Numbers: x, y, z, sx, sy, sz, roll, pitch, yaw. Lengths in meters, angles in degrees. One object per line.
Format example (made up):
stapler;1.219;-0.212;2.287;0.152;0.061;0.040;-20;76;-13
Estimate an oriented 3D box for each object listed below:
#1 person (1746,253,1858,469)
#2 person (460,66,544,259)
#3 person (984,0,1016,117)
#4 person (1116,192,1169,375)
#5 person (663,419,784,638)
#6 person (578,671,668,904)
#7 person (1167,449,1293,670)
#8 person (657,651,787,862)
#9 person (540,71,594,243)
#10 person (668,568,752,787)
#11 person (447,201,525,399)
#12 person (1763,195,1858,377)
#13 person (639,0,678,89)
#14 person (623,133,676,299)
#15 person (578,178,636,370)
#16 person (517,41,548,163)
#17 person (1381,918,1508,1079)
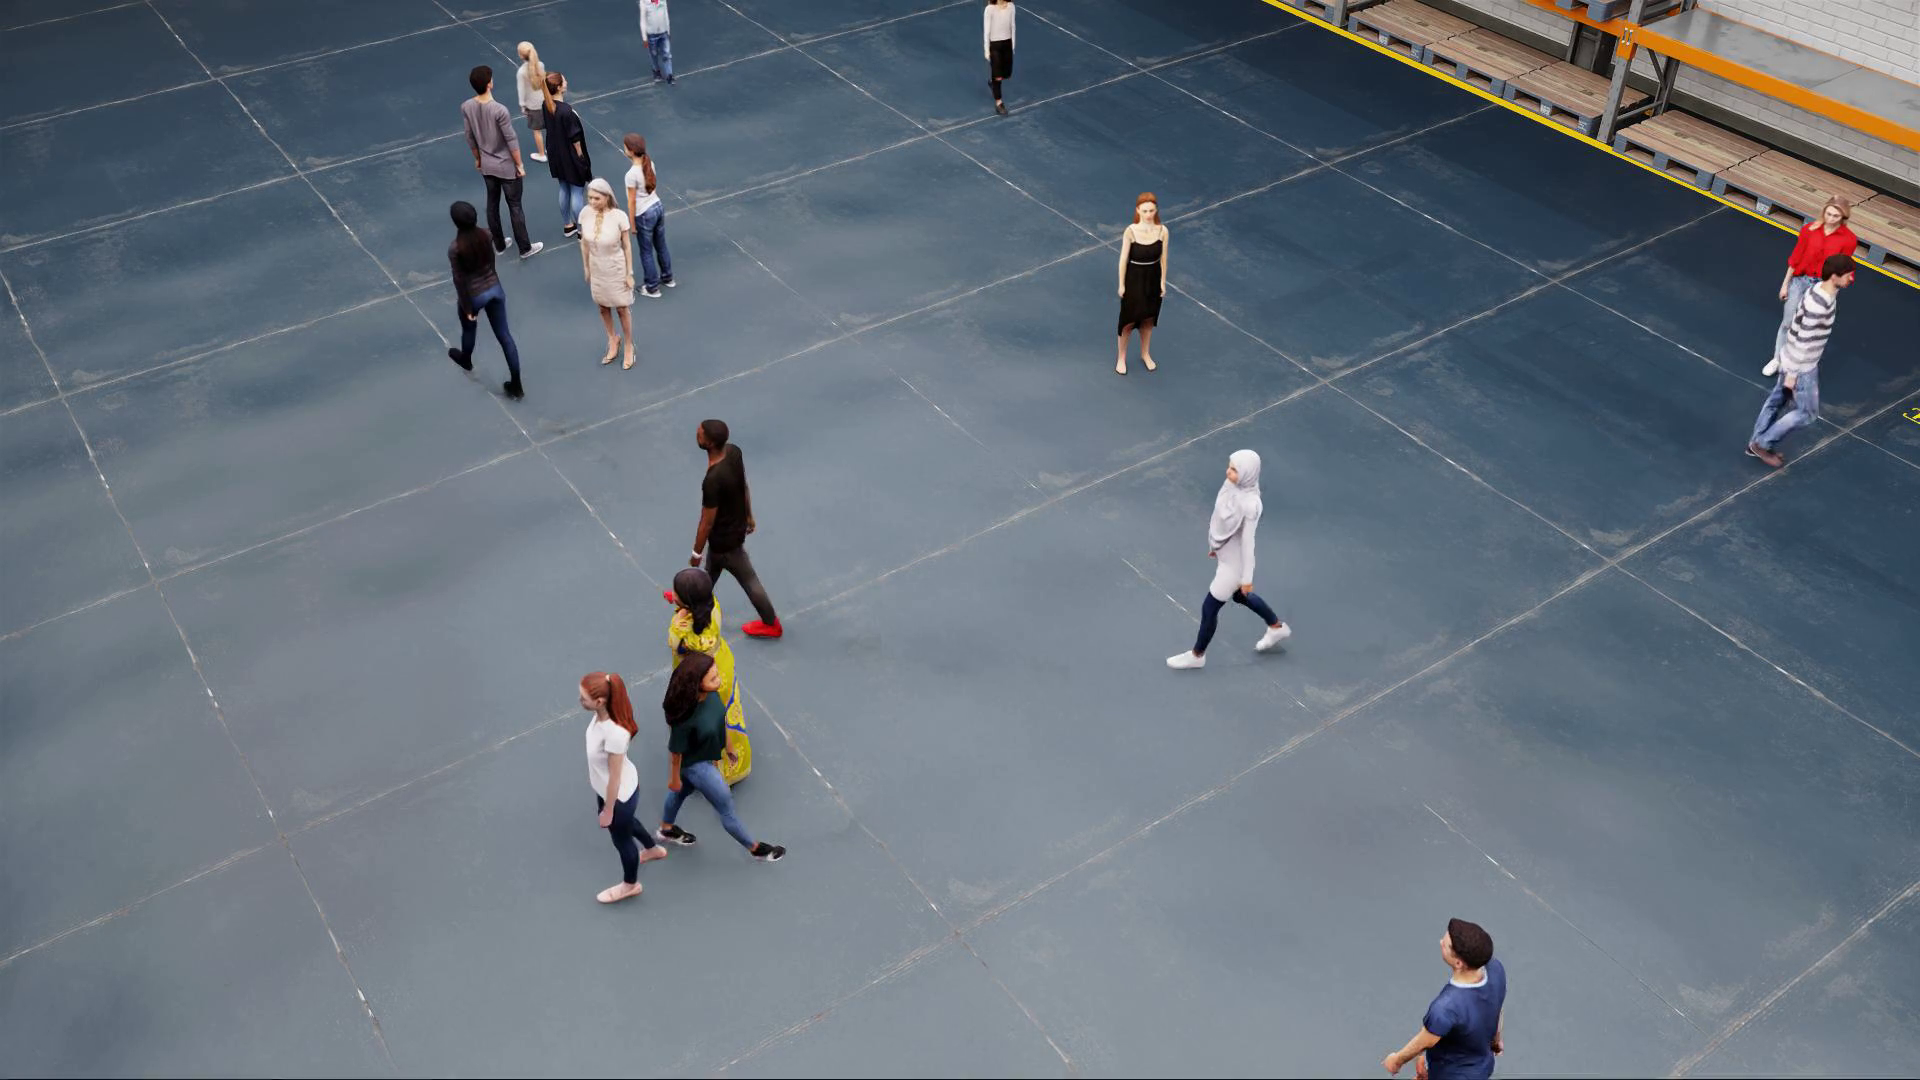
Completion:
person;6.403;-1.400;12.875;0.798;1.840;0.788;18;42;22
person;-4.313;-3.524;15.524;0.692;1.854;0.806;13;40;16
person;0.401;-5.413;18.195;0.622;1.473;0.790;-16;41;-19
person;1.532;-2.177;14.021;0.655;1.625;0.683;-7;39;-8
person;-1.474;-0.023;11.213;1.217;1.764;1.135;8;39;10
person;-1.879;1.397;9.461;0.759;1.730;0.708;-10;40;-12
person;1.903;0.142;11.023;1.031;1.741;1.149;-4;39;-6
person;-1.604;1.273;9.748;1.133;1.567;1.030;9;40;12
person;-3.746;-3.650;15.818;0.569;1.684;0.735;30;47;32
person;-1.568;0.826;10.233;1.044;1.660;0.914;-5;39;-6
person;-3.862;-1.946;13.668;1.180;1.704;0.777;31;48;33
person;7.102;-2.107;13.872;0.597;1.701;0.748;22;44;26
person;-3.454;-5.792;18.864;0.639;1.229;0.890;-13;40;-15
person;-2.831;-2.953;15.042;0.634;1.563;0.608;20;43;24
person;-2.954;-2.257;14.031;0.723;1.738;0.787;8;39;10
person;-4.396;-4.569;17.297;0.590;1.275;0.575;27;46;30
person;2.455;2.553;7.953;0.783;1.806;1.039;-31;48;-33
